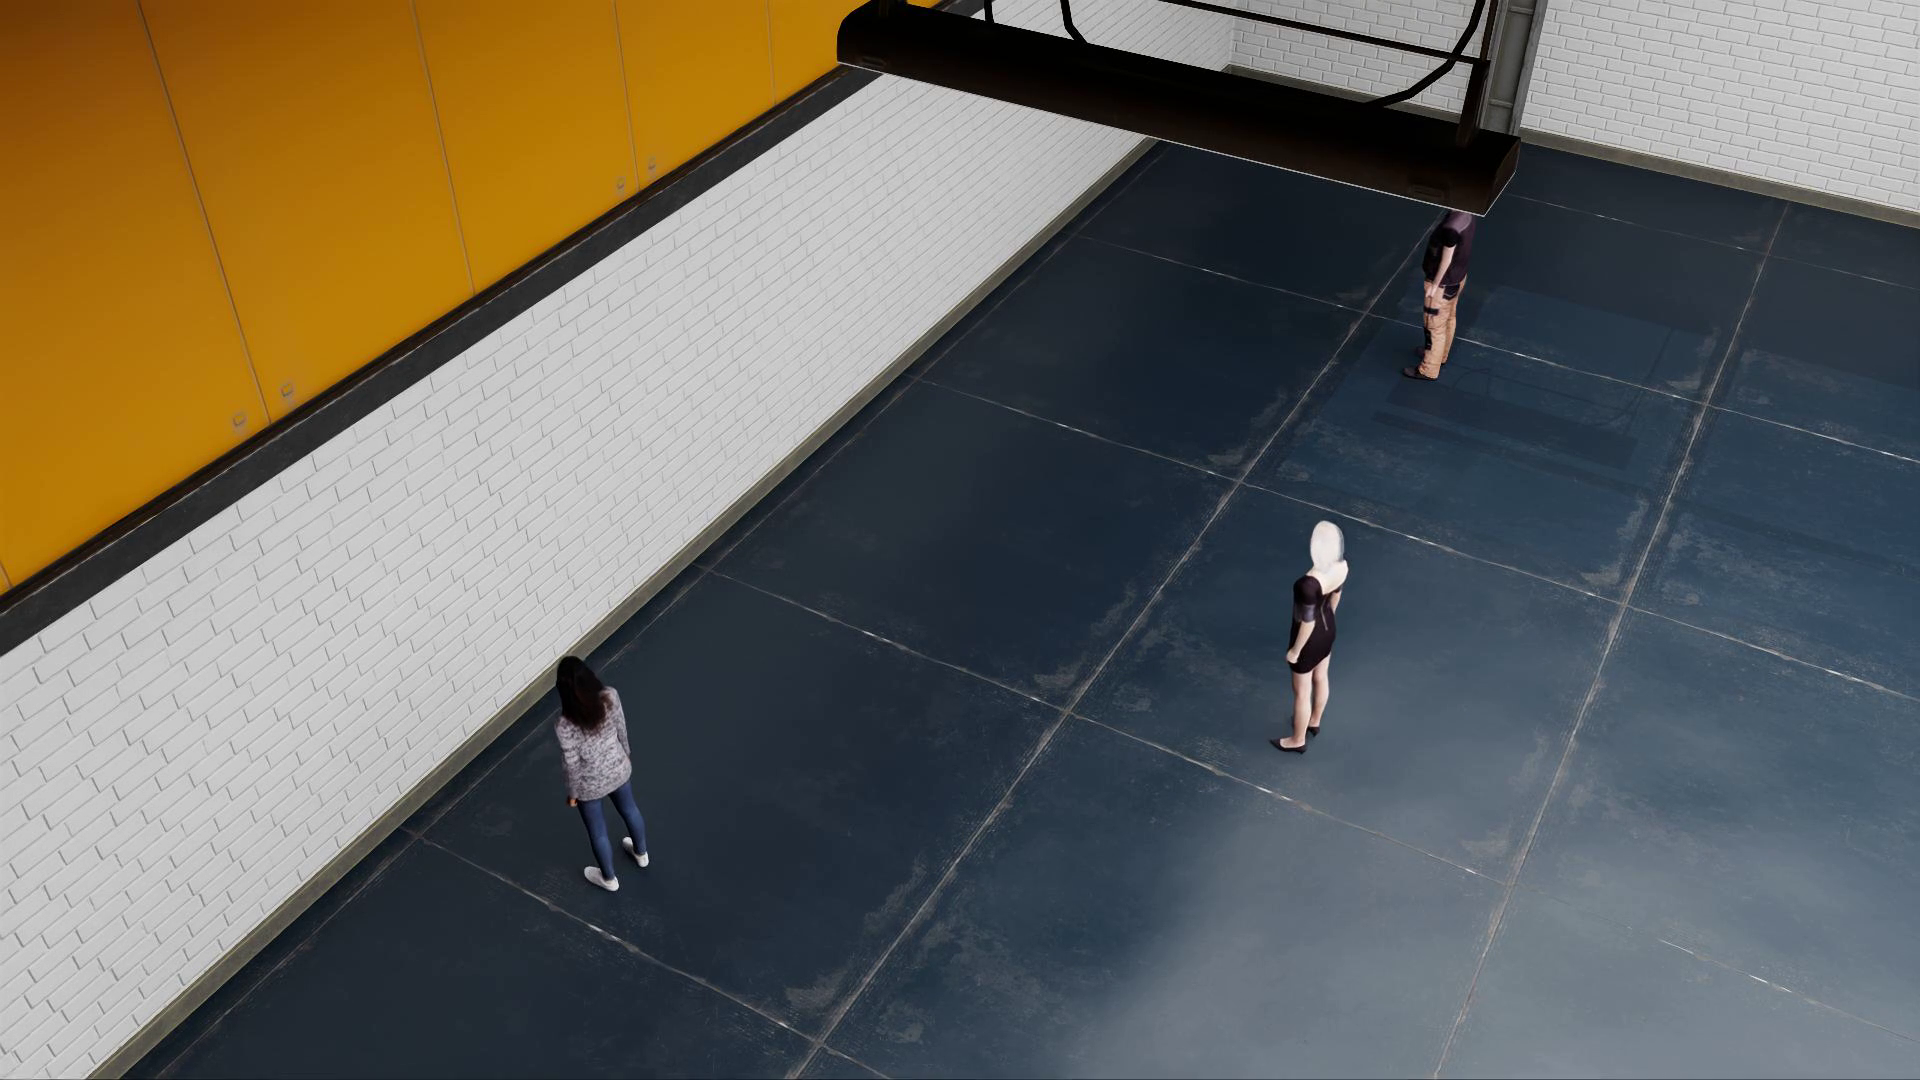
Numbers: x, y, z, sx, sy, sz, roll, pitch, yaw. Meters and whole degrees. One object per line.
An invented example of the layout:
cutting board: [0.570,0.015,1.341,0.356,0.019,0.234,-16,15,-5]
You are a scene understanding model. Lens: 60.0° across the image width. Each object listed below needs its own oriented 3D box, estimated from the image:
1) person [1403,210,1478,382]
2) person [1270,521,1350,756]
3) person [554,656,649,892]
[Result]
person: [4.086,-2.207,13.935,0.562,1.842,0.666,20,43,23]
person: [2.216,0.615,10.411,0.562,1.830,0.612,30,47,32]
person: [-2.080,1.341,9.580,0.603,1.732,0.655,30,48,32]
